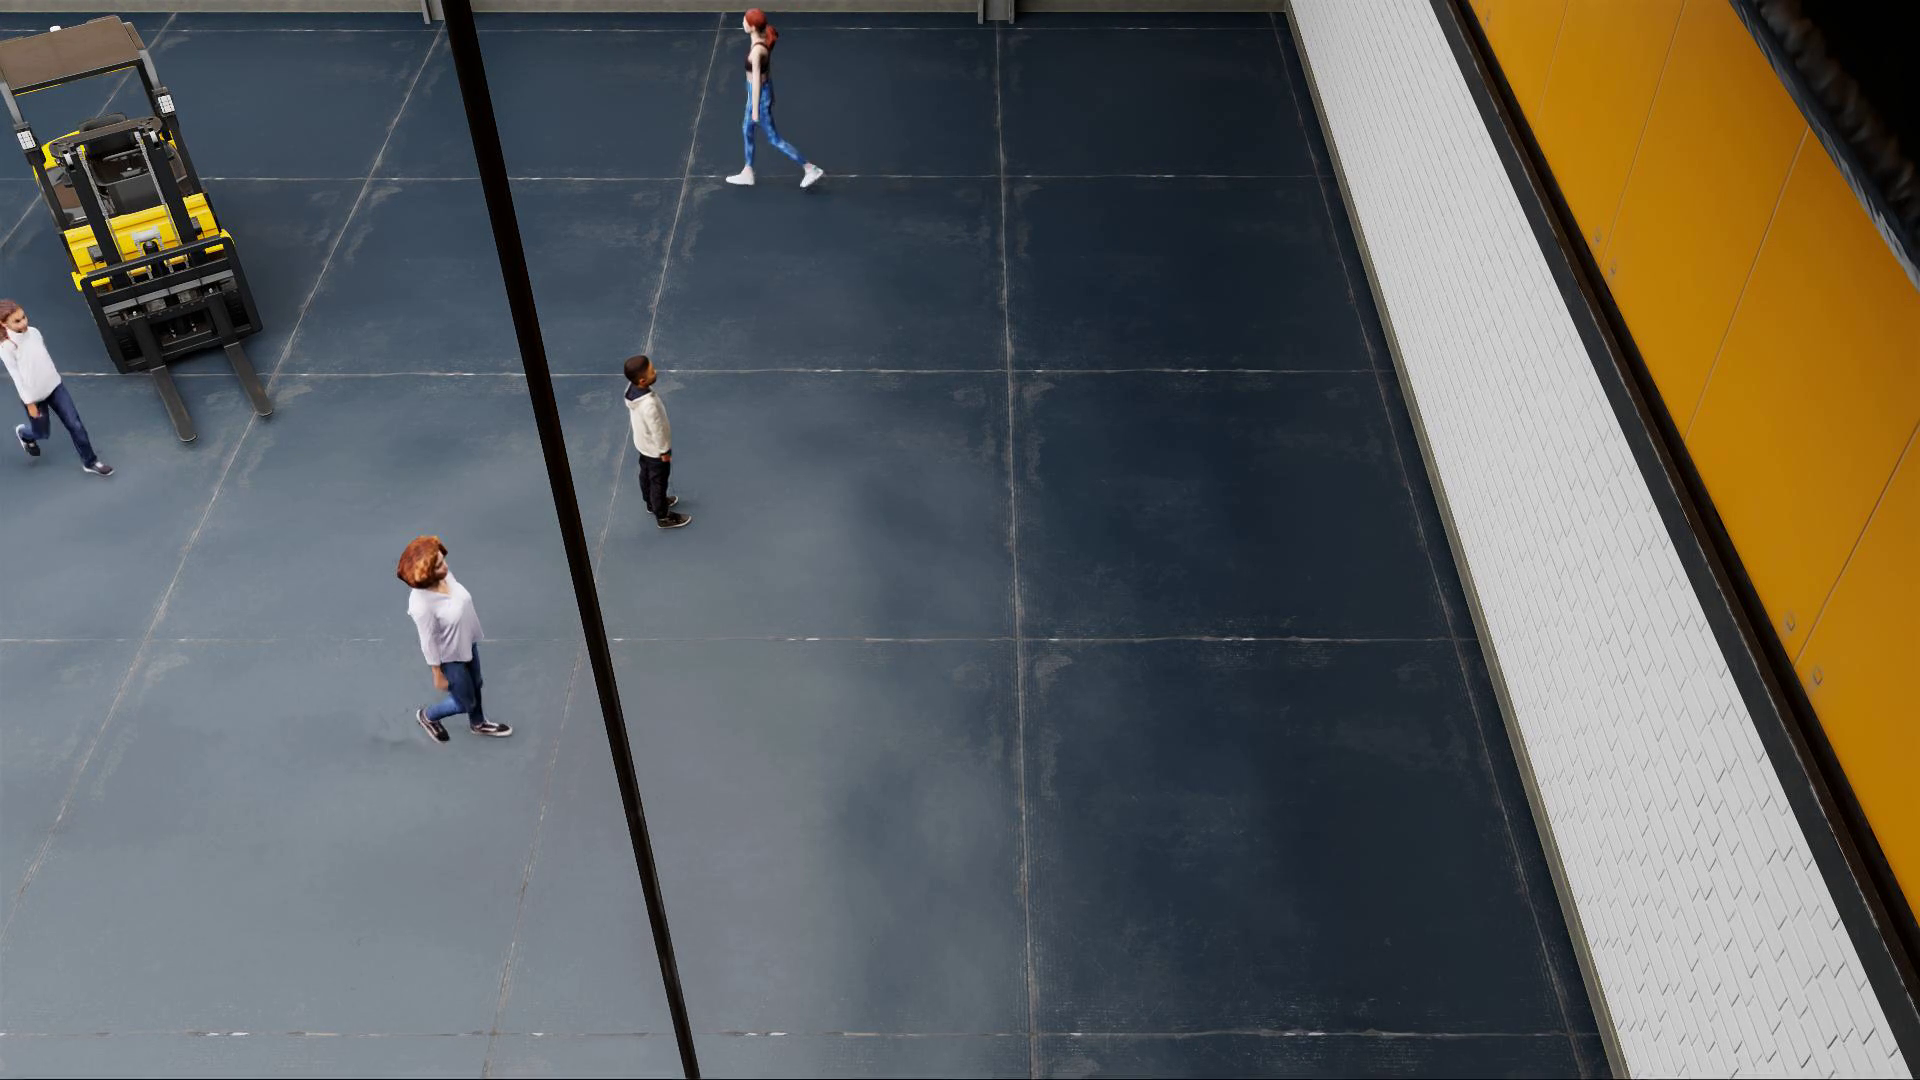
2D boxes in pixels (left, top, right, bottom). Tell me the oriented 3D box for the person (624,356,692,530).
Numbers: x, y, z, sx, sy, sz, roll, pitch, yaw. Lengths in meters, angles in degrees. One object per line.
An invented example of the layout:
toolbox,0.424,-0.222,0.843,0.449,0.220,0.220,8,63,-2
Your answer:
person,-2.204,-0.707,11.839,0.669,1.455,0.658,-21,47,-20

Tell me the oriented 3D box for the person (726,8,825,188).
person,-1.702,-3.929,15.005,1.182,1.754,0.653,4,44,4

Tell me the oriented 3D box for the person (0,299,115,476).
person,-6.792,-1.107,12.196,1.026,1.541,0.801,19,47,18

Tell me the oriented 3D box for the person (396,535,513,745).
person,-3.215,0.652,10.232,0.817,1.705,0.715,7,44,8
